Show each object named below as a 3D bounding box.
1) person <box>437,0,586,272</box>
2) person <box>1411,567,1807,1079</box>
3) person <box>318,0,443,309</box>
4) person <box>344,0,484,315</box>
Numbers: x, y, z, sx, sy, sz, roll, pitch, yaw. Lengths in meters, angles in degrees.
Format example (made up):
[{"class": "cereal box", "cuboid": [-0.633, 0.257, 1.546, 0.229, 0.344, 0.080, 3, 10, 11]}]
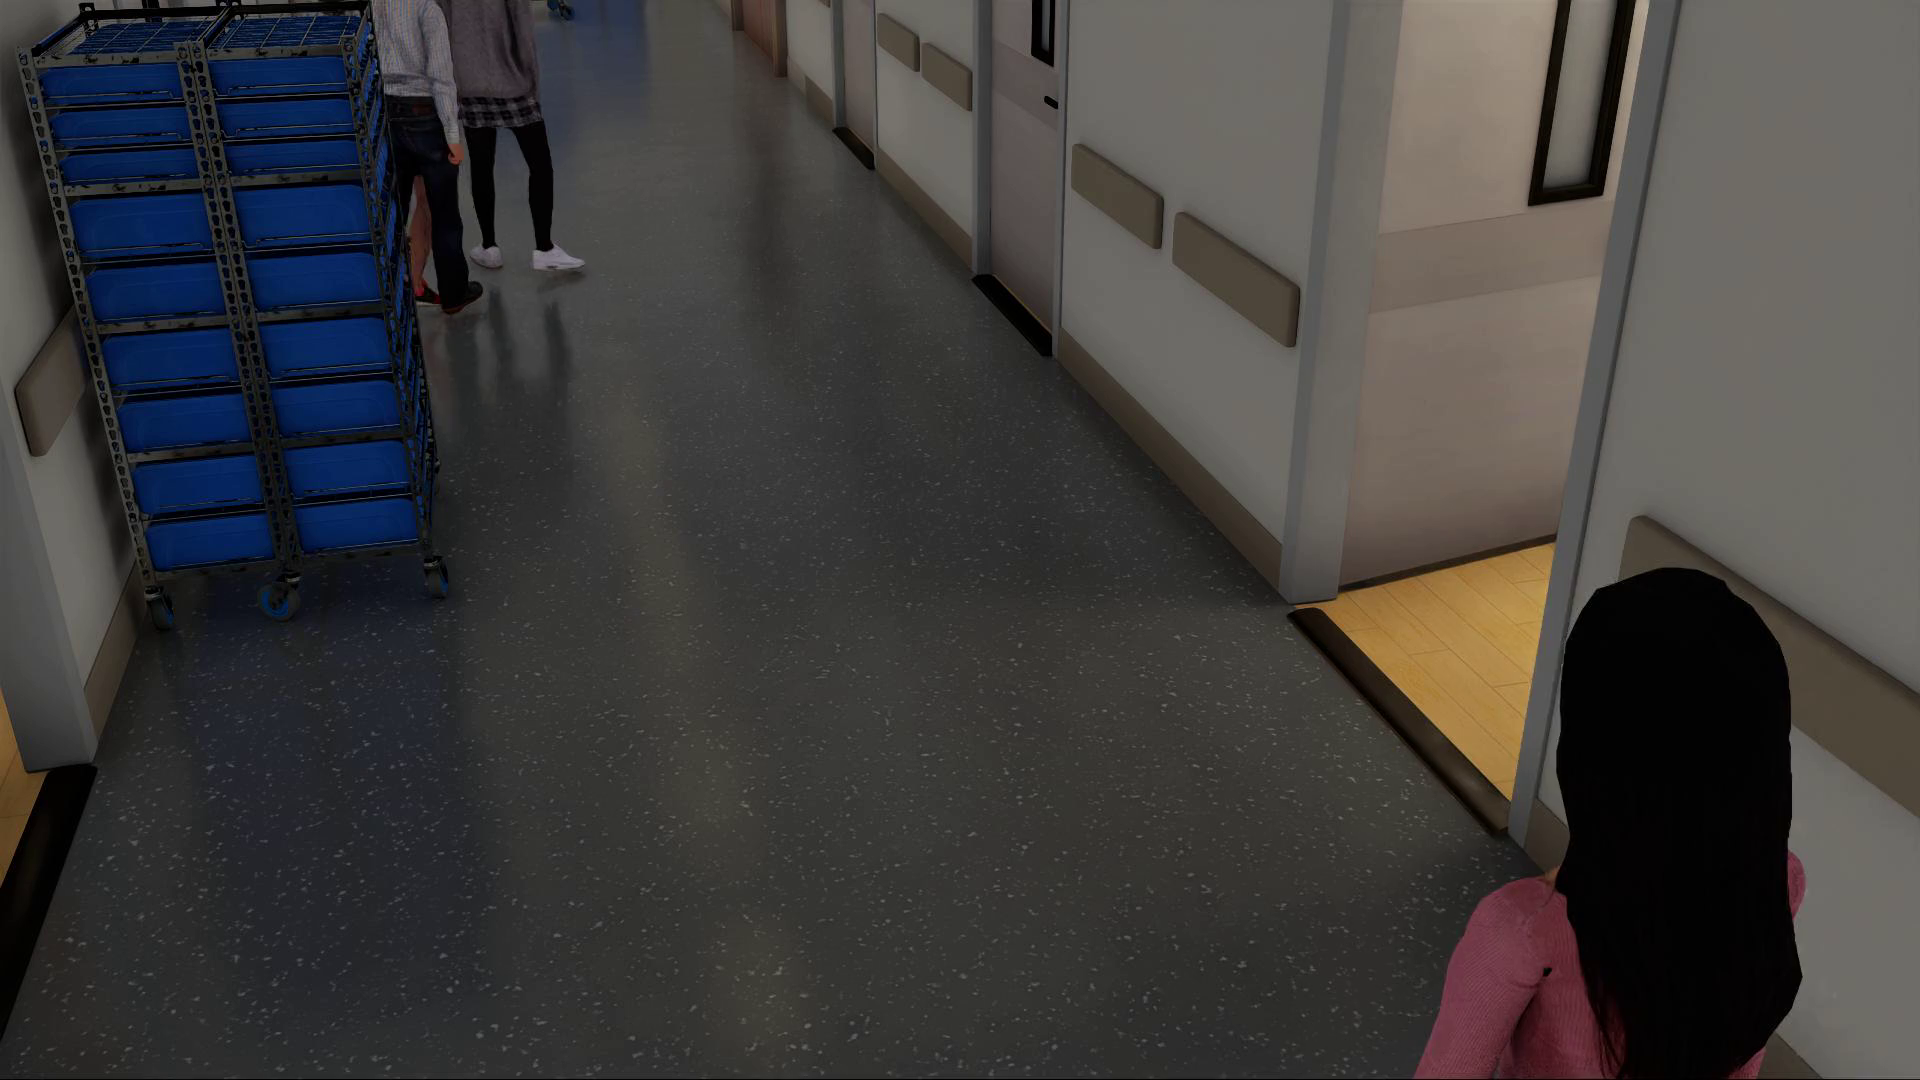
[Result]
[{"class": "person", "cuboid": [-2.333, -2.201, 8.204, 0.924, 1.765, 0.840, -2, 26, -5]}, {"class": "person", "cuboid": [0.740, 0.861, 1.887, 0.627, 1.735, 0.683, -9, 27, -19]}, {"class": "person", "cuboid": [-2.590, -1.947, 7.583, 0.875, 1.845, 0.744, -7, 27, -14]}, {"class": "person", "cuboid": [-2.471, -1.795, 7.329, 0.979, 1.793, 1.198, 5, 26, 10]}]
